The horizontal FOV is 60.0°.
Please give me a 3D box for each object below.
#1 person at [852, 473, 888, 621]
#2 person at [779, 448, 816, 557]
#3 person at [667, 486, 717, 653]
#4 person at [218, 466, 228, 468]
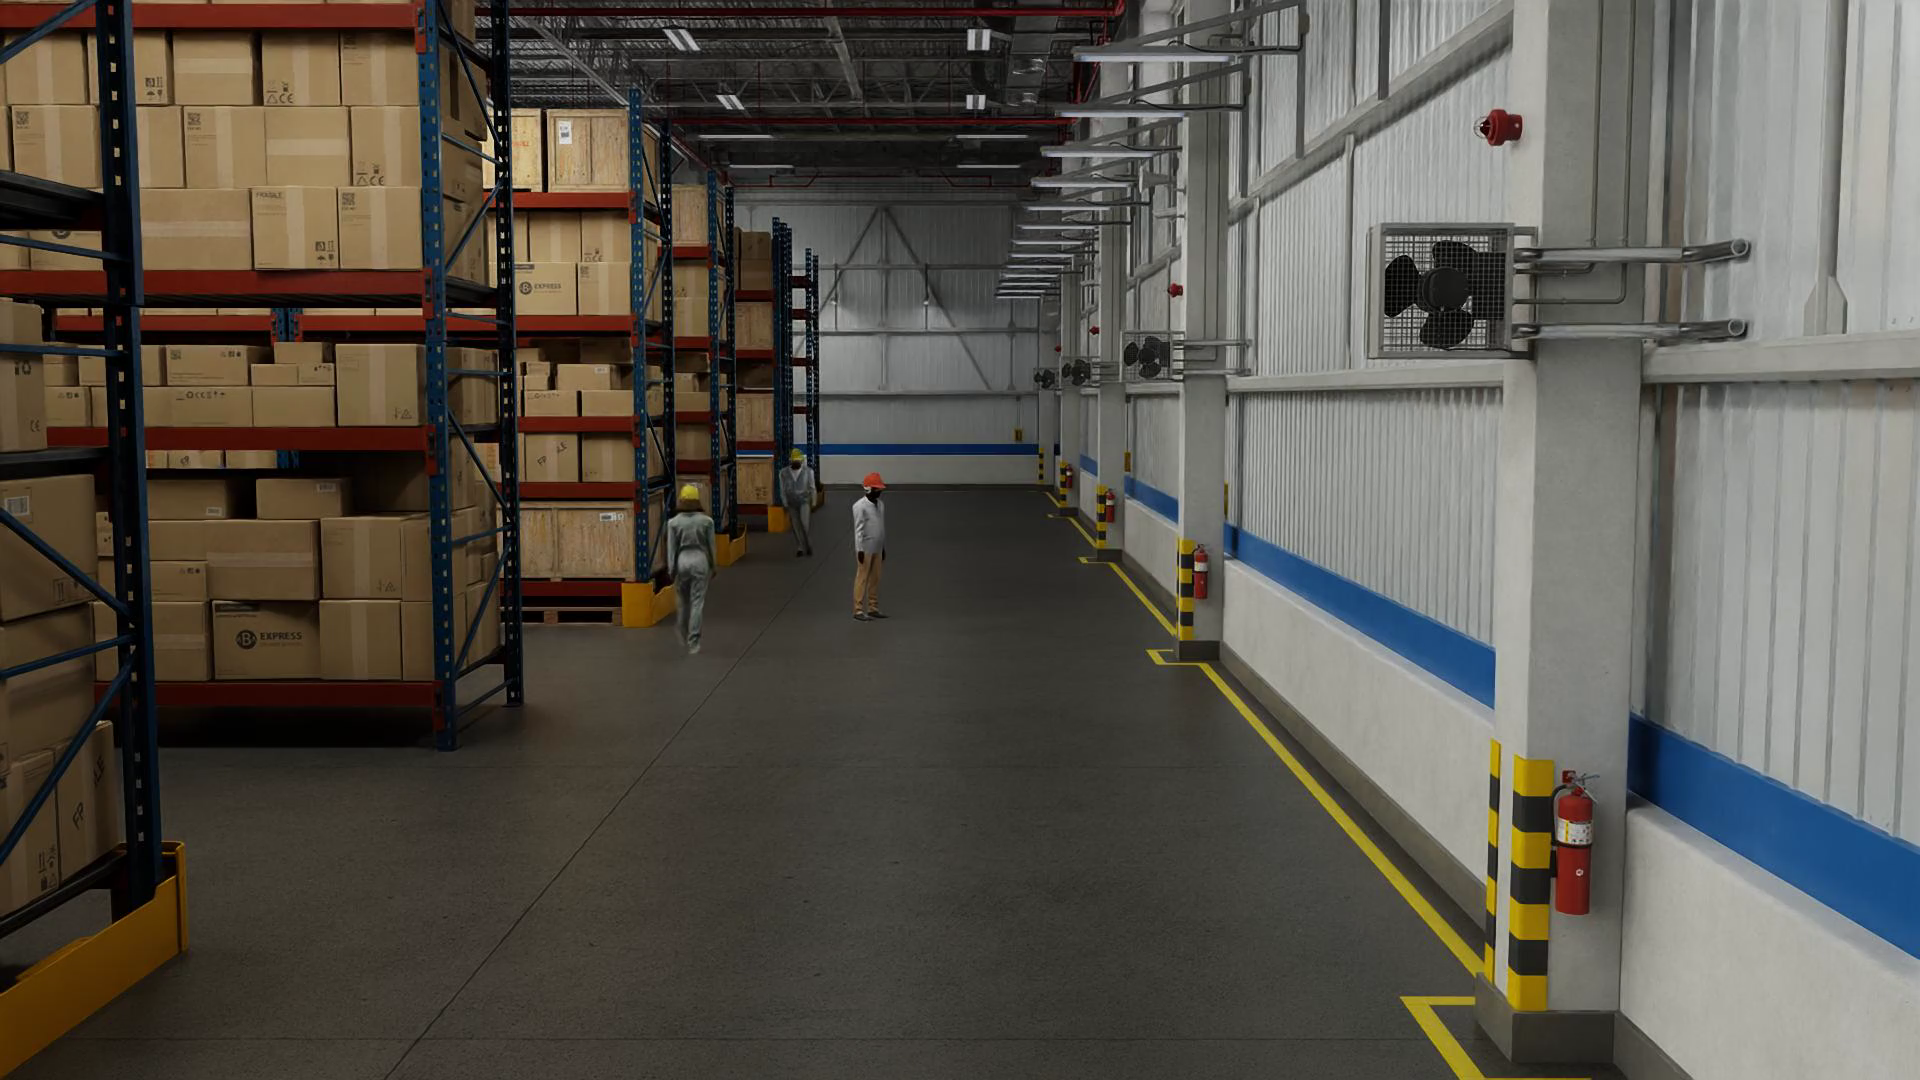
[{"bbox_3d":[-1.031,0.080,19.542,0.351,1.742,0.567,3,6,32],"label":"person"},{"bbox_3d":[-2.662,-0.602,27.168,0.592,1.793,0.632,0,5,4],"label":"person"},{"bbox_3d":[-2.776,0.294,17.313,0.493,1.699,0.890,0,5,-1],"label":"person"},{"bbox_3d":[-7.218,0.251,16.360,0.605,1.948,0.391,-3,6,-35],"label":"person"}]
